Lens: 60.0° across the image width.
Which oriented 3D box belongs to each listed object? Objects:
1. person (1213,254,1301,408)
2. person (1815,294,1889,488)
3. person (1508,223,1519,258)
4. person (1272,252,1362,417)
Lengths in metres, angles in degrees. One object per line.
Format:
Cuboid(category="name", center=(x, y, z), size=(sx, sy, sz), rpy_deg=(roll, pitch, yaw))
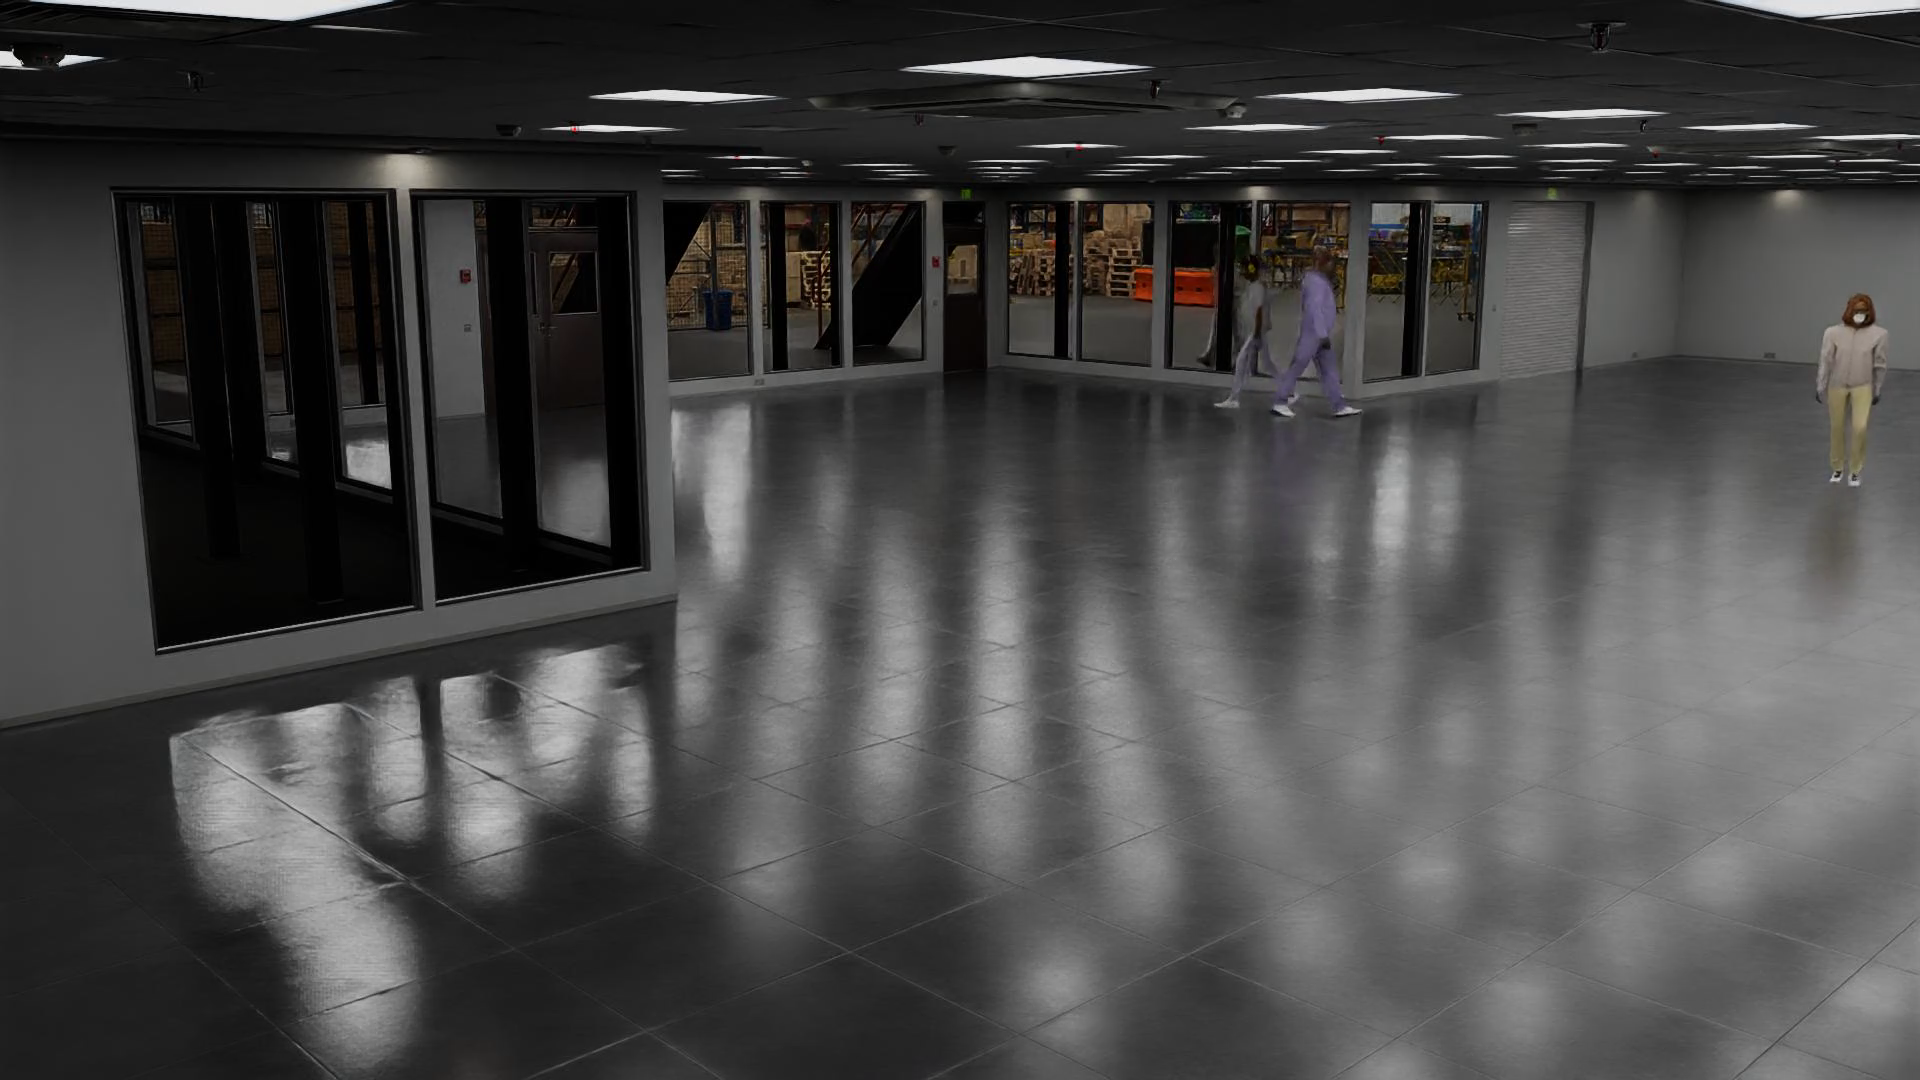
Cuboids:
Cuboid(category="person", center=(3.505, -2.416, 19.331), size=(0.970, 1.811, 0.579), rpy_deg=(0, 11, -2))
Cuboid(category="person", center=(7.457, -1.247, 13.954), size=(0.496, 1.607, 0.653), rpy_deg=(7, 13, 32))
Cuboid(category="person", center=(14.467, -7.352, 43.625), size=(1.069, 1.984, 0.607), rpy_deg=(-2, 12, -11))
Cuboid(category="person", center=(3.978, -2.283, 18.580), size=(0.981, 1.847, 0.726), rpy_deg=(5, 12, 24))
